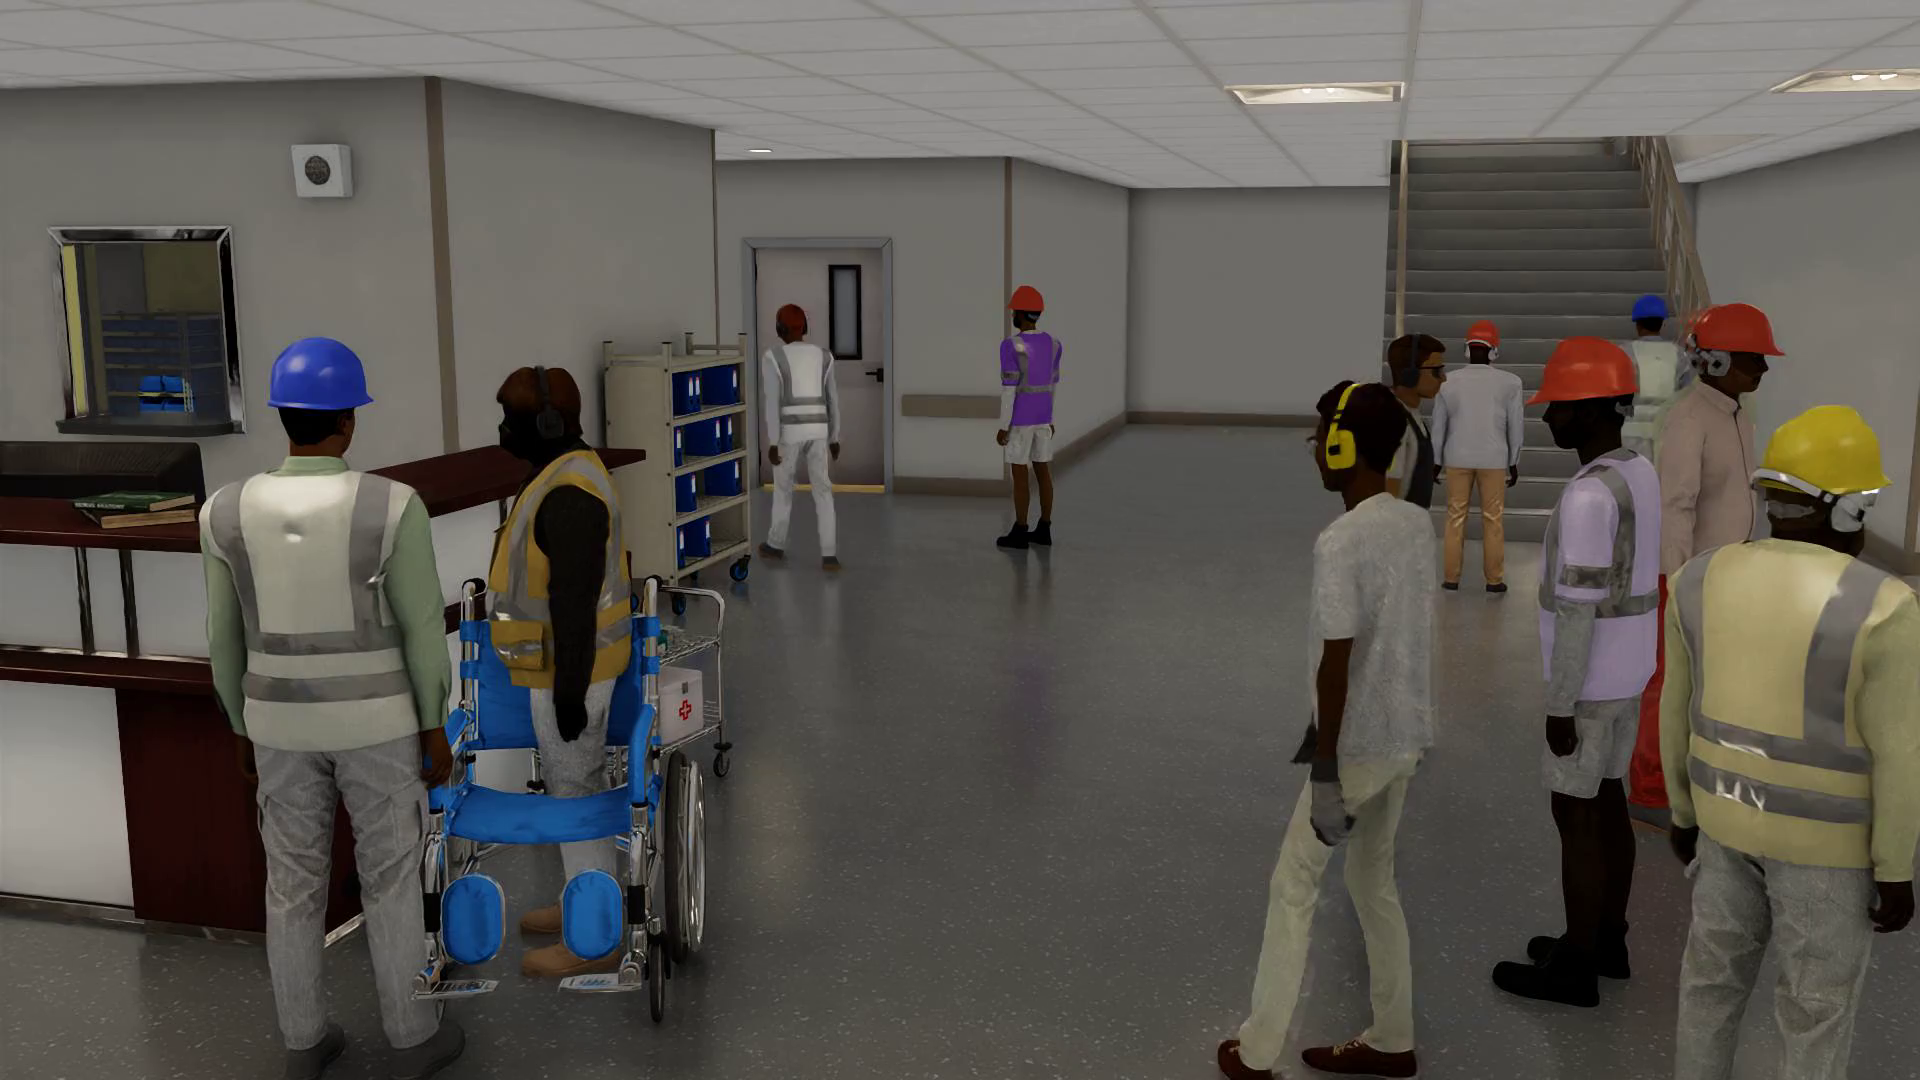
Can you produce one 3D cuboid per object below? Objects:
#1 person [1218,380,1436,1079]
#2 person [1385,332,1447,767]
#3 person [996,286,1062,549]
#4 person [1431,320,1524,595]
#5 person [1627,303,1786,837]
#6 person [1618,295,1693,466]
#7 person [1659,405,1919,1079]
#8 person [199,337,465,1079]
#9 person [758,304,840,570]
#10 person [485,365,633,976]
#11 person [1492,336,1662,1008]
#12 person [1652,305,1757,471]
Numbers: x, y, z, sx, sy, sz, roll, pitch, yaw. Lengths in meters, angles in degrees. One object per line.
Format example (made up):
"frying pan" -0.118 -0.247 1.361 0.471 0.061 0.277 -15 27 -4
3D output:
"person" 0.947 0.523 4.227 0.514 1.845 0.460 -9 13 -43
"person" 1.860 0.042 7.073 0.344 1.838 0.507 4 10 21
"person" 0.492 -0.903 12.319 0.545 1.942 0.351 -8 12 -39
"person" 3.303 -0.525 10.643 0.564 1.752 0.337 4 10 23
"person" 2.788 0.117 6.203 0.415 1.985 0.611 9 13 41
"person" 4.760 -0.757 11.639 0.606 1.881 1.028 0 10 -2
"person" 1.831 0.621 3.665 0.404 1.835 0.587 -5 11 -29
"person" -1.594 0.461 4.266 0.602 1.949 0.390 0 10 2
"person" -1.108 -0.722 11.639 0.598 1.834 0.853 -6 11 -30
"person" -1.211 0.389 5.052 0.429 1.836 0.633 -3 10 -15
"person" 1.792 0.381 4.808 0.387 1.929 0.543 7 12 37
"person" 3.025 0.030 6.747 0.650 1.966 0.426 -6 11 -33
